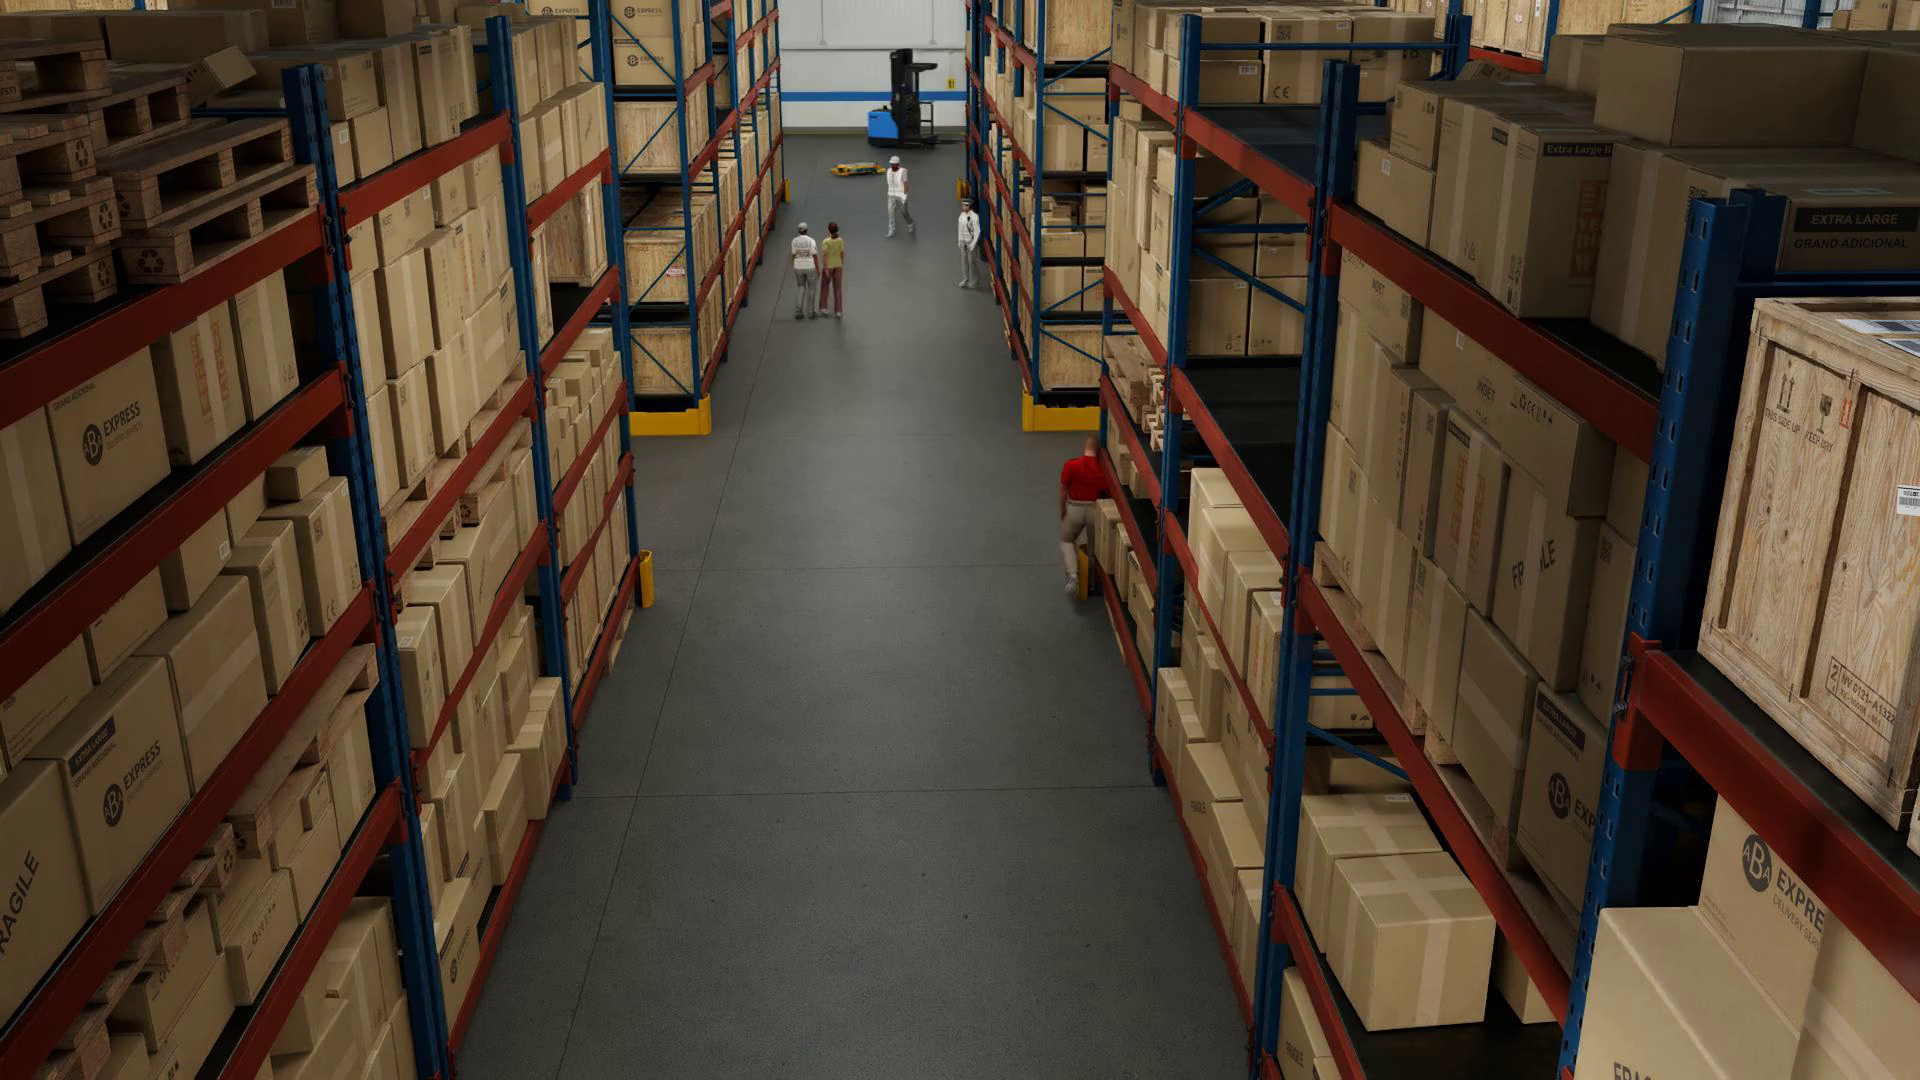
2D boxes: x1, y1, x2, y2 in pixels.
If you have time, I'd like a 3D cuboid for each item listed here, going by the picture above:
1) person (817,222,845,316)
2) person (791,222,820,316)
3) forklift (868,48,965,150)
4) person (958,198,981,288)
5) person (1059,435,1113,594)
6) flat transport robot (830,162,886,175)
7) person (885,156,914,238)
[{"bbox_3d":[-2.286,-4.849,29.581,0.448,1.646,0.811,-8,22,-20],"label":"person"},{"bbox_3d":[-2.713,-4.786,29.477,0.505,1.684,0.416,6,21,15],"label":"person"},{"bbox_3d":[-1.303,-13.607,51.299,3.031,2.941,1.121,8,22,20],"label":"forklift"},{"bbox_3d":[0.158,-5.690,31.845,0.382,1.695,0.527,-19,27,-41],"label":"person"},{"bbox_3d":[1.303,-0.258,17.217,0.563,1.717,0.672,2,21,5],"label":"person"},{"bbox_3d":[-2.849,-10.360,46.487,1.431,0.257,0.659,-11,23,-27],"label":"flat transport robot"},{"bbox_3d":[-1.383,-7.661,37.014,0.574,1.762,0.956,9,22,23],"label":"person"}]
